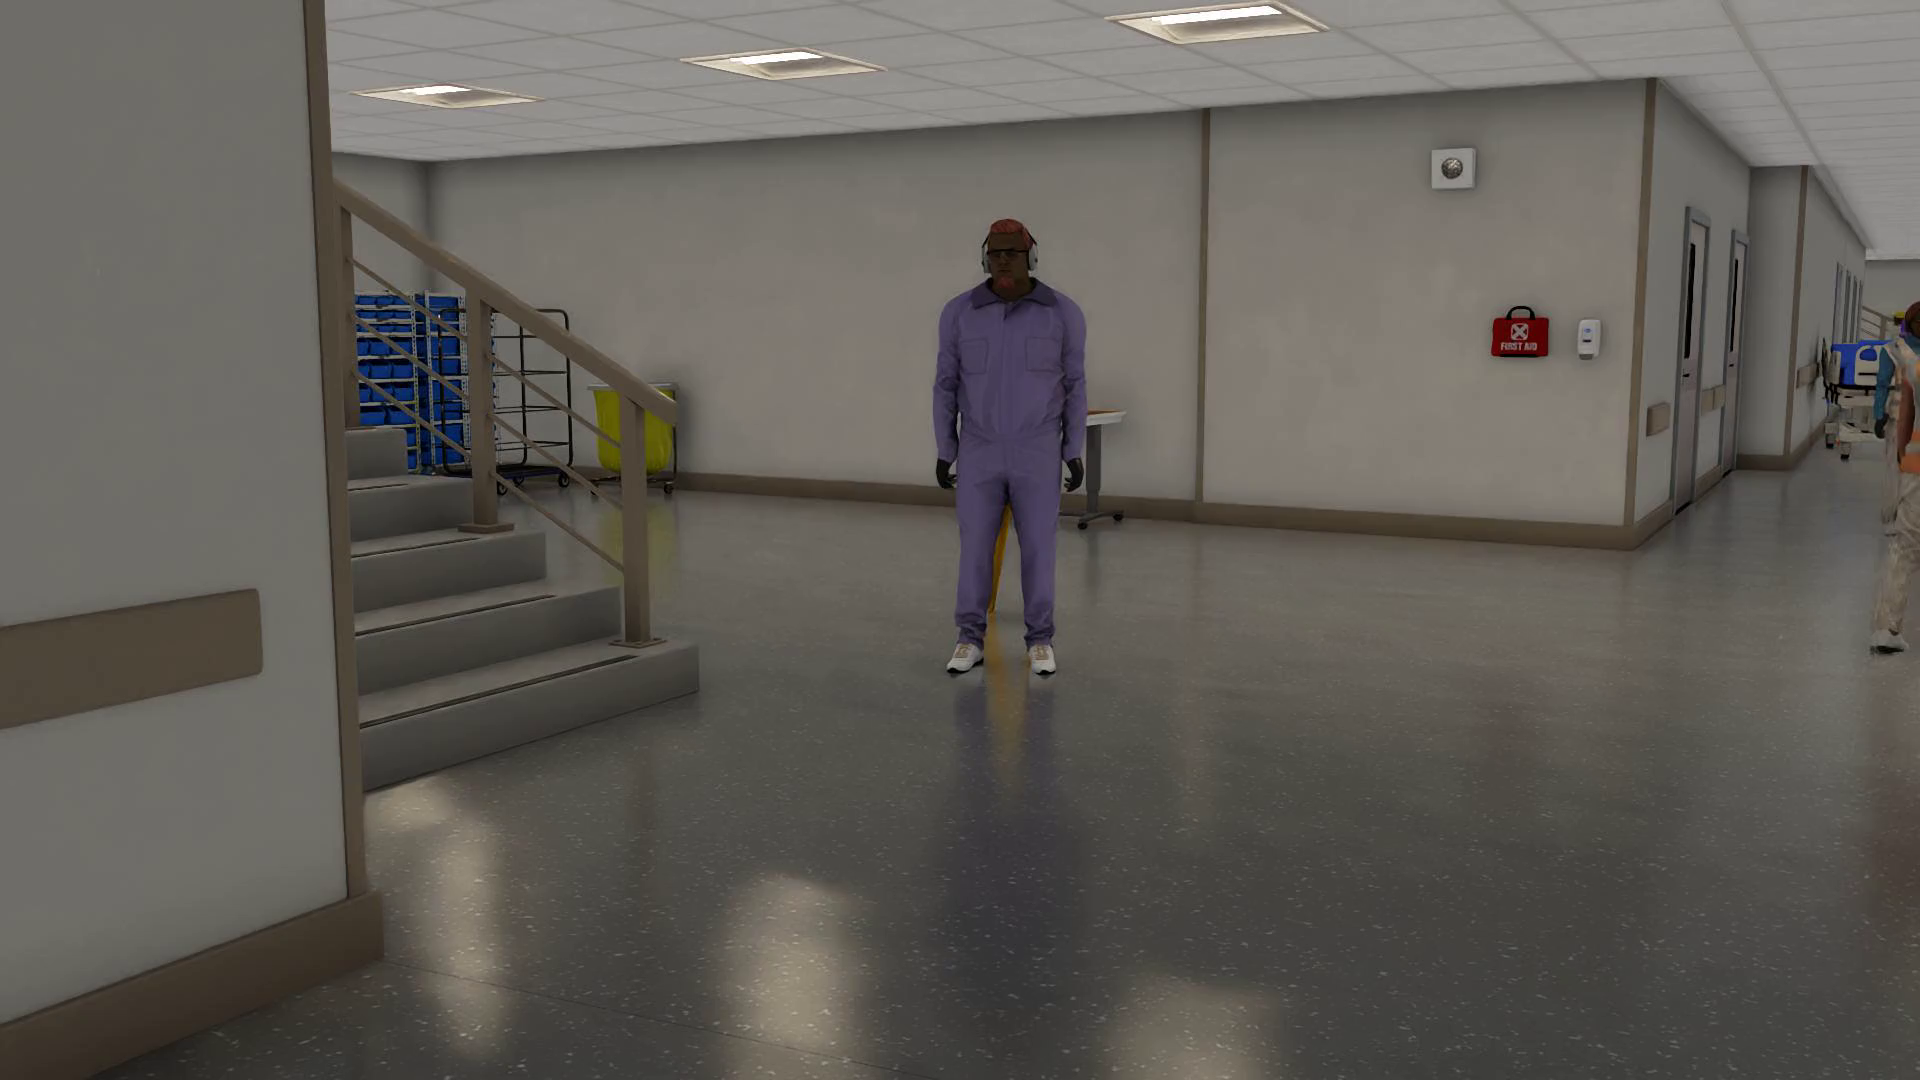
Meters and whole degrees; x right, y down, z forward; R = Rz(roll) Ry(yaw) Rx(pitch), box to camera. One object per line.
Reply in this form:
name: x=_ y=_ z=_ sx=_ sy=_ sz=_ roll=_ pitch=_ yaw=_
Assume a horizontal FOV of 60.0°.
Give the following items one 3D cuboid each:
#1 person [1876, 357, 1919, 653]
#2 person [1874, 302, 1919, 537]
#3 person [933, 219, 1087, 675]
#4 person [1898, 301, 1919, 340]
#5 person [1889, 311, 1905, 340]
person: x=4.457 y=-0.285 z=7.487 sx=0.886 sy=1.584 sz=0.521 roll=-5 pitch=9 yaw=-34
person: x=6.607 y=-0.827 z=11.502 sx=0.532 sy=1.631 sz=0.328 roll=2 pitch=8 yaw=14
person: x=0.206 y=-0.380 z=6.988 sx=0.650 sy=1.906 sz=0.401 roll=1 pitch=7 yaw=6
person: x=18.209 y=-3.596 z=31.723 sx=0.755 sy=1.910 sz=0.557 roll=-6 pitch=9 yaw=-37
person: x=20.298 y=-4.072 z=35.984 sx=0.422 sy=1.747 sz=0.558 roll=2 pitch=8 yaw=16
